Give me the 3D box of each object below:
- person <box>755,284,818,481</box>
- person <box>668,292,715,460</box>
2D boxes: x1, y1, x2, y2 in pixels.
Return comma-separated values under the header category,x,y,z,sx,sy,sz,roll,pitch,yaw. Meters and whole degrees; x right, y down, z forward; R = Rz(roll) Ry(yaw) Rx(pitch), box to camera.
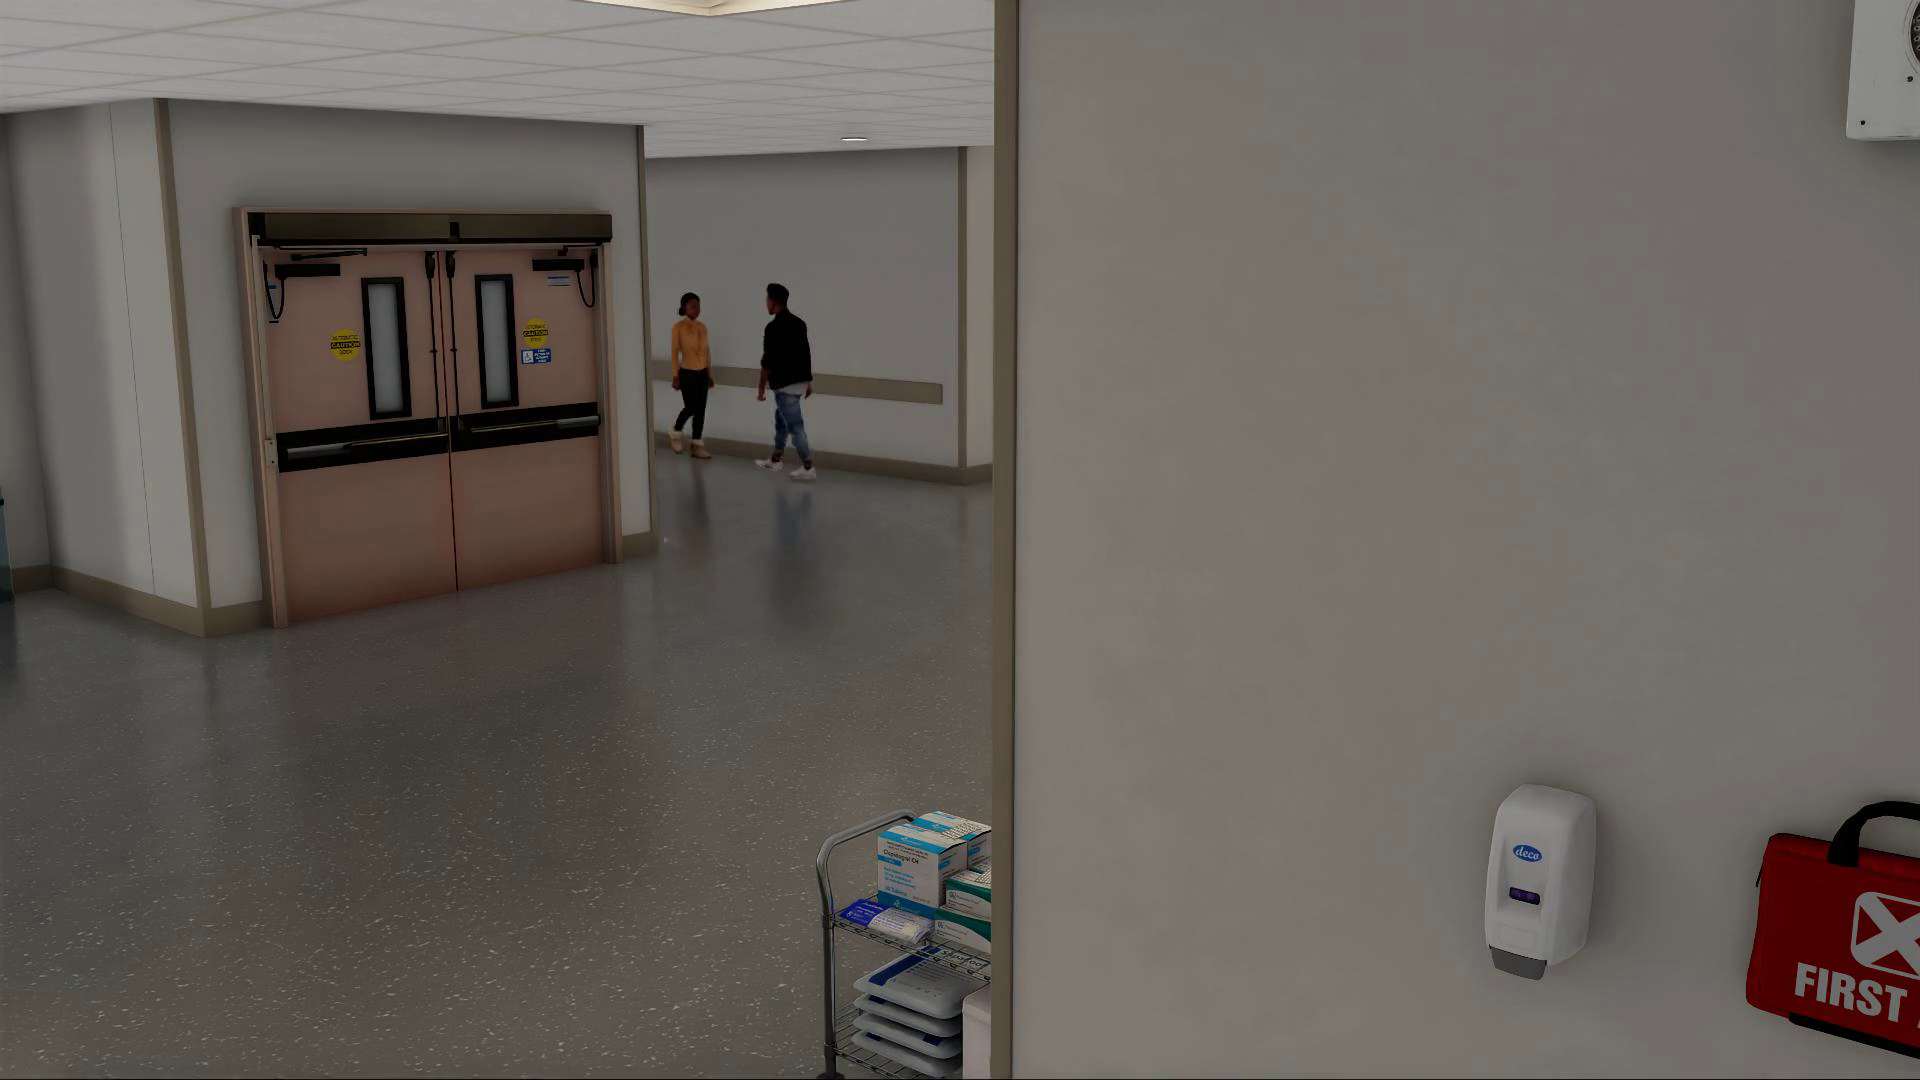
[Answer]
category,x,y,z,sx,sy,sz,roll,pitch,yaw
person,-1.483,-1.419,15.124,0.887,1.777,0.980,6,12,30
person,-2.718,-1.638,16.626,0.650,1.648,0.643,9,14,41
